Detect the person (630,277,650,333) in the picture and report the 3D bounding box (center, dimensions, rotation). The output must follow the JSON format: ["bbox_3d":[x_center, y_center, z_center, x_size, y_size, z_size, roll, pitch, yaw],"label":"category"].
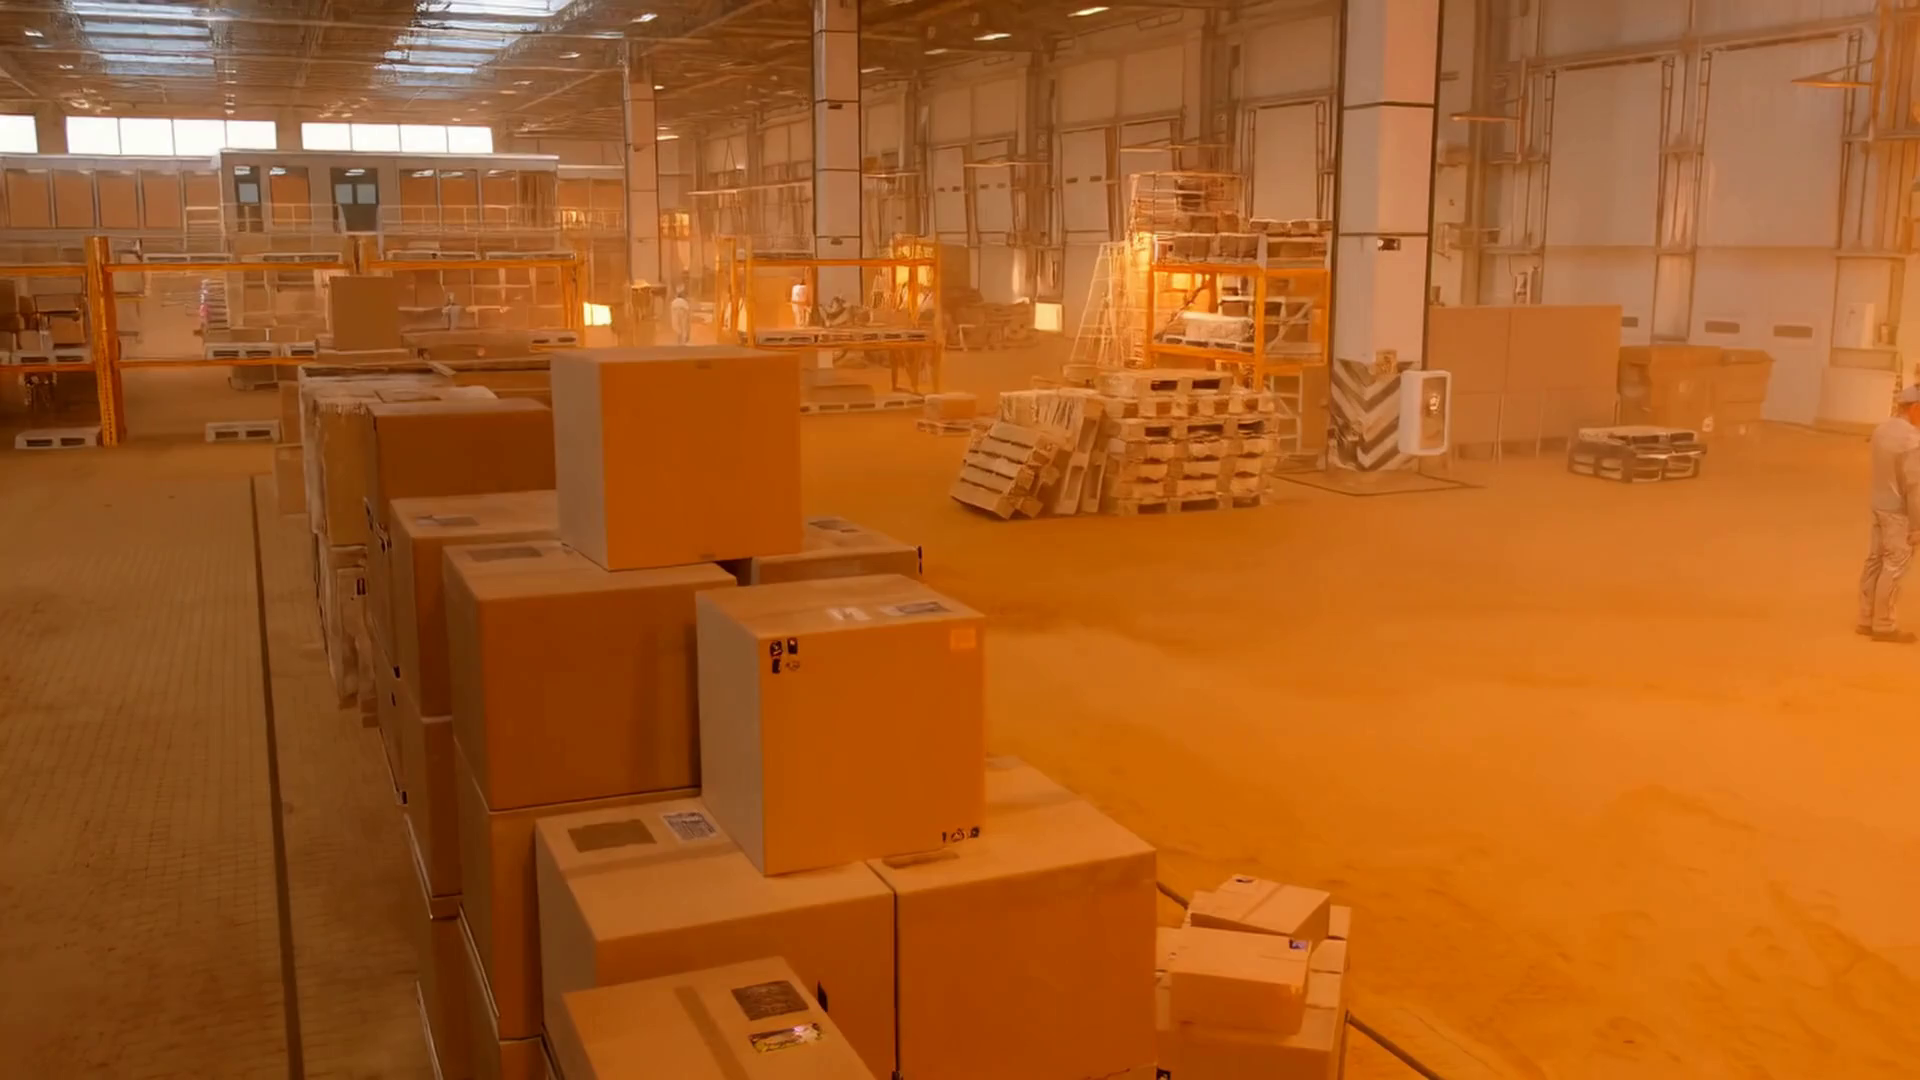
[{"bbox_3d":[-9.965,-7.293,51.848,0.496,1.808,0.642,7,12,34],"label":"person"}]

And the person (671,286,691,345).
[{"bbox_3d":[-6.223,-4.710,37.241,0.373,1.940,0.628,3,11,17],"label":"person"}]

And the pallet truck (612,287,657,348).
[{"bbox_3d":[-6.464,-4.406,35.401,0.823,1.965,1.885,6,12,32],"label":"pallet truck"}]

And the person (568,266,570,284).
[{"bbox_3d":[-16.809,-10.964,71.865,0.362,1.882,0.576,-7,12,-33],"label":"person"}]

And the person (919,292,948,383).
[{"bbox_3d":[-0.588,-4.195,34.526,0.590,1.902,0.788,5,12,27],"label":"person"}]

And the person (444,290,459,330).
[{"bbox_3d":[-11.126,-4.524,36.404,0.328,1.873,0.518,-2,10,-11],"label":"person"}]

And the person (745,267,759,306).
[{"bbox_3d":[-9.209,-11.283,73.514,0.668,1.934,0.396,5,12,28],"label":"person"}]

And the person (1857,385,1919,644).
[{"bbox_3d":[6.966,-0.191,12.376,0.382,1.931,0.632,0,10,2],"label":"person"}]

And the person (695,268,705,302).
[{"bbox_3d":[-9.644,-9.261,62.431,0.884,1.907,0.544,2,10,10],"label":"person"}]

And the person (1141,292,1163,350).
[{"bbox_3d":[4.943,-5.653,42.657,0.606,1.871,0.980,-8,13,-37],"label":"person"}]

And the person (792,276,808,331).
[{"bbox_3d":[-4.960,-7.186,51.175,0.621,1.838,0.429,10,14,43],"label":"person"}]

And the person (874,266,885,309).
[{"bbox_3d":[-2.998,-9.263,62.177,0.379,1.996,0.609,5,11,26],"label":"person"}]

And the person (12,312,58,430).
[{"bbox_3d":[-14.129,-2.542,25.448,0.573,1.883,0.355,-2,10,-10],"label":"person"}]
